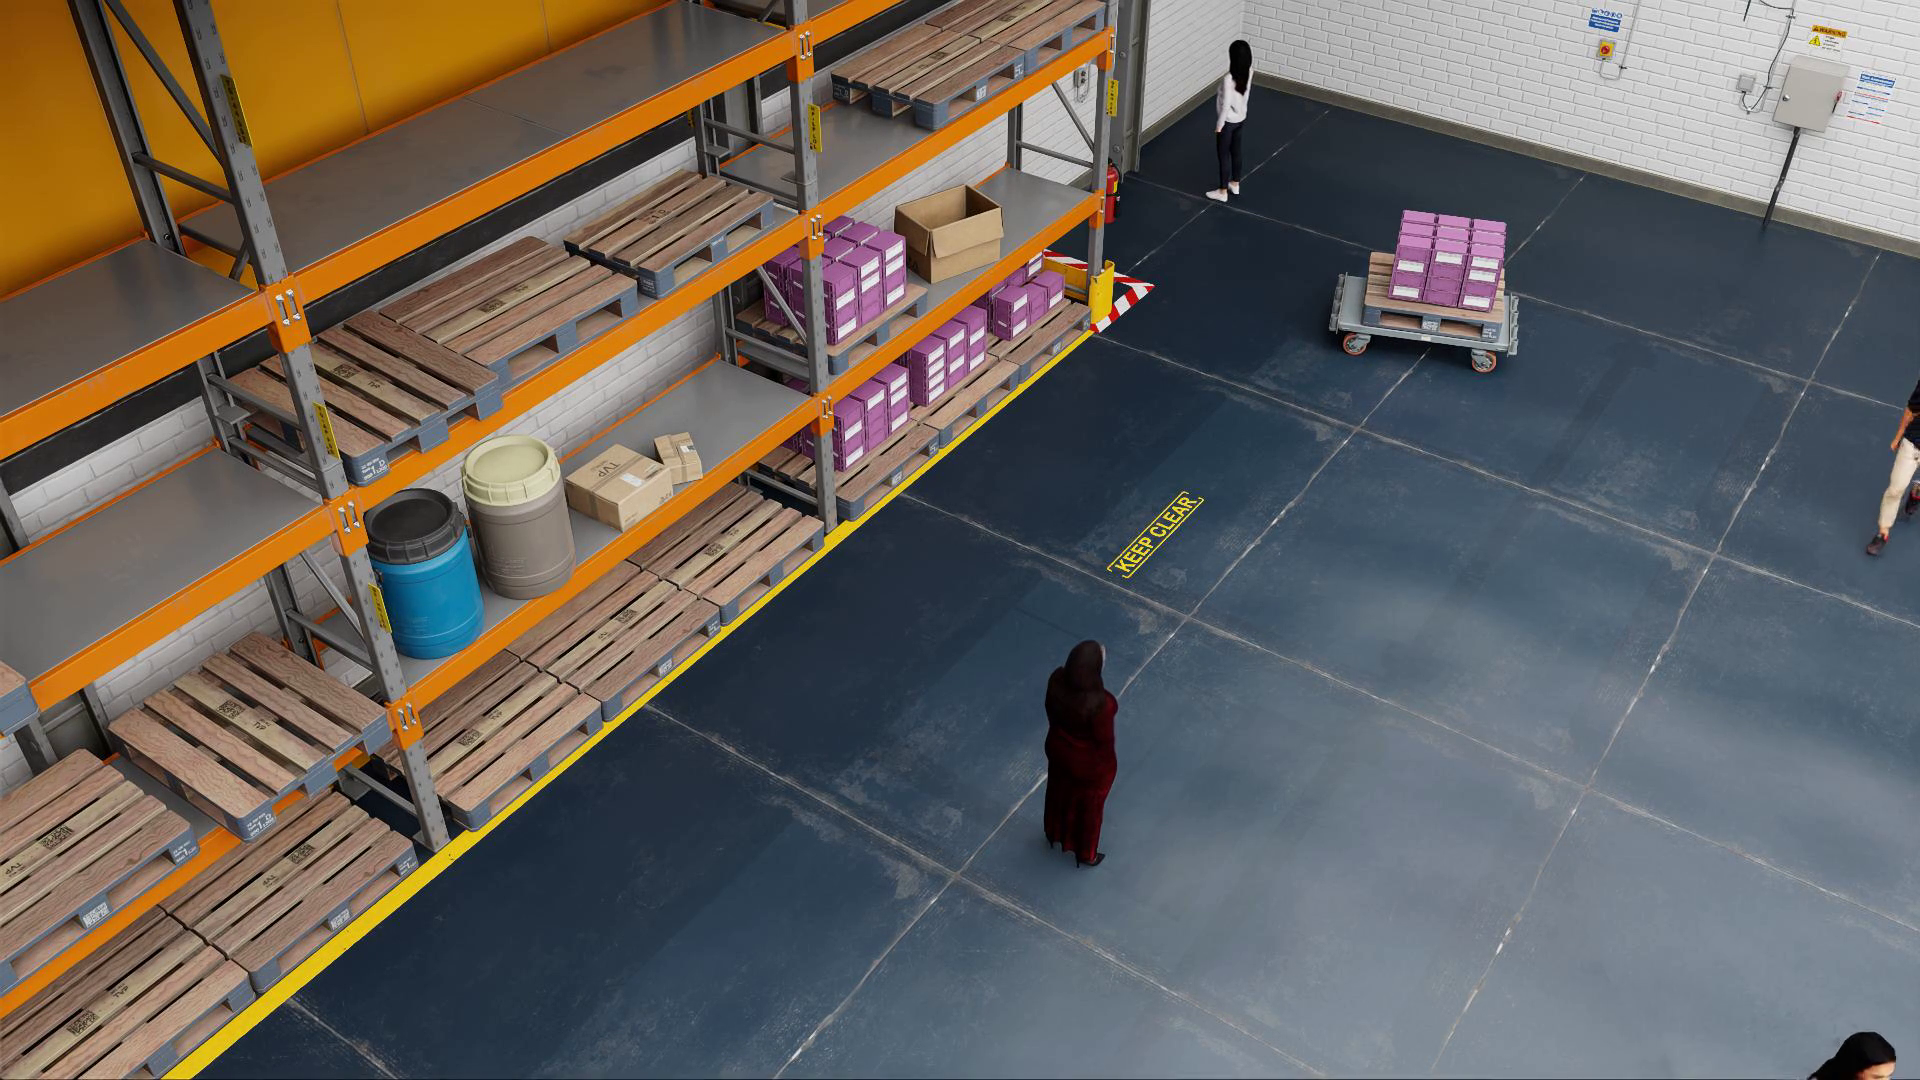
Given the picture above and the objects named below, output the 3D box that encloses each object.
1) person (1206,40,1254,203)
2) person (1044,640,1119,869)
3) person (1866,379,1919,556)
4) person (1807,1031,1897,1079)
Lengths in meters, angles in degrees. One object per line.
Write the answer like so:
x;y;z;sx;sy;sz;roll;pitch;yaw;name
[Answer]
2.804;-4.332;17.150;0.695;1.701;0.511;28;46;30;person
0.718;1.296;10.060;0.664;1.756;0.707;-30;48;-32;person
7.331;-0.742;12.550;0.648;1.833;1.007;25;45;28;person
4.073;2.902;8.105;1.121;1.684;1.222;-5;39;-6;person
